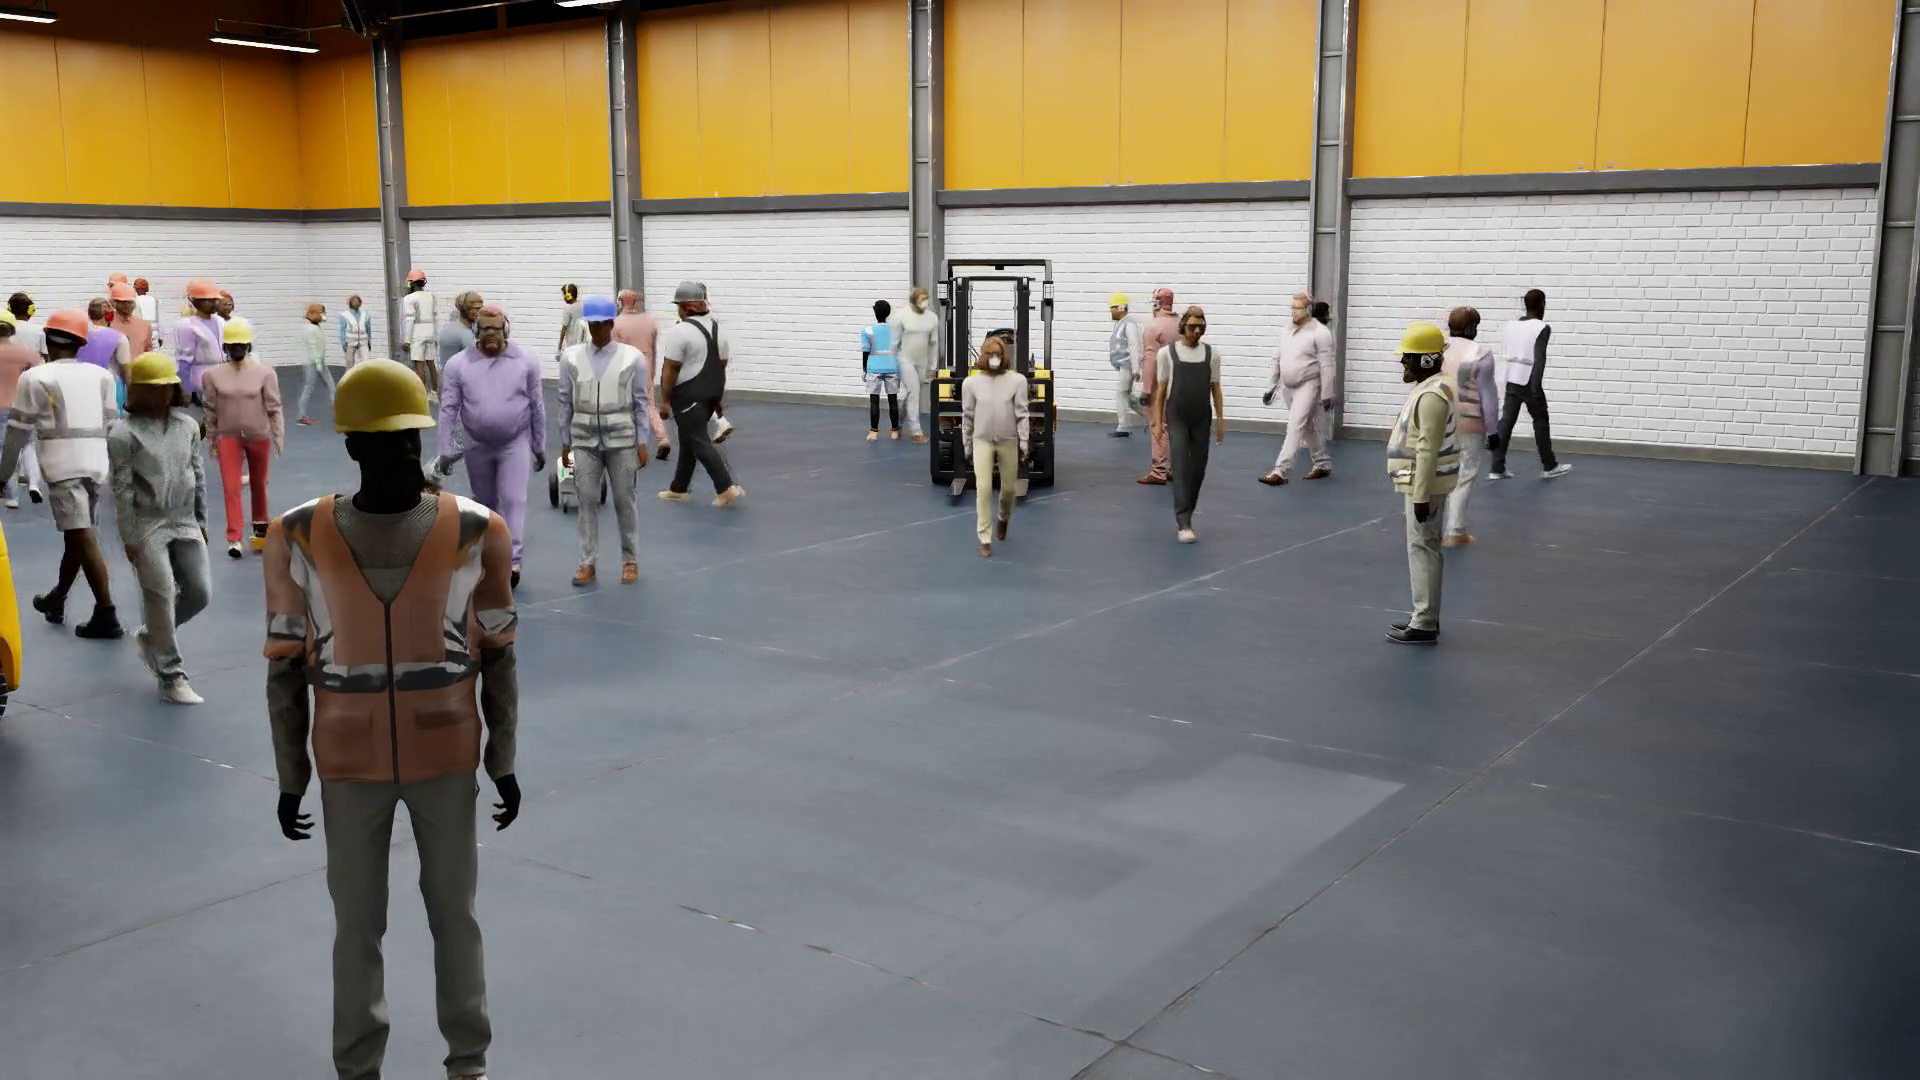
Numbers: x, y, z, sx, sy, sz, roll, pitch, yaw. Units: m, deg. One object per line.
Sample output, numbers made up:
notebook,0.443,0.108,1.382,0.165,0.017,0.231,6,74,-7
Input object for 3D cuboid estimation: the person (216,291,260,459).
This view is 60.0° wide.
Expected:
person,-8.073,-1.829,18.385,0.981,1.842,0.594,9,13,41

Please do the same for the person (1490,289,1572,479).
person,5.693,-1.542,16.546,0.959,1.869,0.602,-4,10,-24

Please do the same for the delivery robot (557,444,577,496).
delivery robot,-3.342,-0.598,14.560,0.477,0.478,0.707,-3,10,-15

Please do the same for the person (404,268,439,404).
person,-8.113,-3.046,24.995,0.378,2.045,0.605,5,11,29

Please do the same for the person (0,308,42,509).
person,-8.316,-1.141,14.533,0.524,1.753,0.367,-8,12,-39

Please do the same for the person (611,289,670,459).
person,-3.533,-1.801,18.162,0.659,1.862,0.977,-9,13,-44

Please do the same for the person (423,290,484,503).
person,-4.391,-1.228,14.562,0.625,1.918,0.668,2,10,14

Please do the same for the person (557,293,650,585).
person,-2.378,-0.664,11.100,0.611,1.947,0.399,0,10,-1

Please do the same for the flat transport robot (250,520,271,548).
flat transport robot,-4.572,-0.095,12.688,1.431,0.197,0.652,-1,10,-5

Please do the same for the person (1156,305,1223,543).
person,1.794,-0.920,13.004,0.524,1.830,0.712,-1,10,-7

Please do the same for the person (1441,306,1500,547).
person,3.770,-0.846,12.539,0.438,1.828,0.629,-6,11,-31

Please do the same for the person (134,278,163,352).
person,-13.102,-3.261,26.758,0.355,1.883,0.573,6,11,33

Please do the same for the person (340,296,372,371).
person,-9.914,-3.211,27.322,0.535,1.588,0.874,-7,12,-36

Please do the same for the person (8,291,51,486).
person,-8.993,-1.456,16.047,0.535,1.868,0.309,-3,10,-15

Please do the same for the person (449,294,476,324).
person,-8.436,-3.364,28.193,0.735,1.610,0.504,8,12,39

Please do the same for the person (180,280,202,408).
person,-11.236,-2.868,24.416,0.686,1.887,0.617,2,10,14

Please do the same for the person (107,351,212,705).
person,-3.956,-0.064,8.175,0.555,1.734,0.488,5,11,28

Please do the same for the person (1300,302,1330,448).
person,4.119,-1.913,19.310,0.321,1.690,0.529,1,10,8

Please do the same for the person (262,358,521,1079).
person,-1.375,0.523,4.076,0.591,1.930,0.353,-3,10,-16

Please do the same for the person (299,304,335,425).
person,-8.361,-2.301,21.893,0.797,1.596,0.515,0,10,-2

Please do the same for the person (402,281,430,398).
person,-8.308,-3.089,25.624,0.637,1.907,0.600,-3,10,-16

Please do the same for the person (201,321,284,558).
person,-5.264,-0.743,12.250,0.542,1.712,0.918,-4,10,-22

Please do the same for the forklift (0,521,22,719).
forklift,-5.296,-0.090,6.943,1.214,2.155,2.313,7,12,35

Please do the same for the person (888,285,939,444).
person,-0.610,-2.124,19.999,0.636,1.891,0.970,-6,11,-34

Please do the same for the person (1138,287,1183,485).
person,1.954,-1.486,16.122,0.402,1.904,0.652,9,13,44

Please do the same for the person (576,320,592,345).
person,-5.046,-2.484,22.941,0.583,1.612,0.421,1,10,4

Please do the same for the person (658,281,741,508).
person,-2.305,-1.311,14.668,0.991,2.000,0.688,5,11,27

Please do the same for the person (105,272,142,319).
person,-12.120,-2.866,24.064,0.612,1.996,0.389,0,10,-3

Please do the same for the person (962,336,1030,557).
person,0.264,-0.716,12.402,0.505,1.613,0.698,0,10,-1

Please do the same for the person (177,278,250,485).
person,-7.331,-1.531,16.118,1.013,2.005,0.611,1,10,9

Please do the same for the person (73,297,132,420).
person,-7.760,-1.289,15.153,0.571,1.835,0.518,2,10,14

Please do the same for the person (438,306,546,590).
person,-3.107,-0.611,11.043,0.678,1.852,0.990,-2,10,-10

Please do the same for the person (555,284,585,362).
person,-5.478,-2.698,23.532,0.476,1.844,0.502,3,10,19

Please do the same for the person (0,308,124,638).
person,-5.205,-0.385,9.612,0.933,1.876,0.580,4,10,24

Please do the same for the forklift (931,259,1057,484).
forklift,0.370,-1.738,16.759,1.214,2.155,2.313,1,10,3

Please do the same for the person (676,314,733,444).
person,-2.978,-1.955,19.171,0.590,1.820,0.669,7,12,34

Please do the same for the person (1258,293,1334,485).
person,3.305,-1.466,16.196,1.028,1.850,0.642,-6,11,-30

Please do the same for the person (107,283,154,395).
person,-8.436,-1.626,16.861,0.605,1.936,1.044,-8,13,-41

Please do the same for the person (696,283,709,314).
person,-3.868,-2.880,24.610,0.429,1.841,0.633,-5,11,-28

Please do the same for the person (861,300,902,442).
person,-0.928,-2.022,19.919,0.537,1.700,0.317,-3,10,-16

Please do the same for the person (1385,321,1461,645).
person,2.615,-0.317,9.412,0.403,1.825,0.595,3,10,19

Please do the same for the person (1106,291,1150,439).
person,2.098,-2.128,20.257,0.670,1.799,0.611,0,10,-2
